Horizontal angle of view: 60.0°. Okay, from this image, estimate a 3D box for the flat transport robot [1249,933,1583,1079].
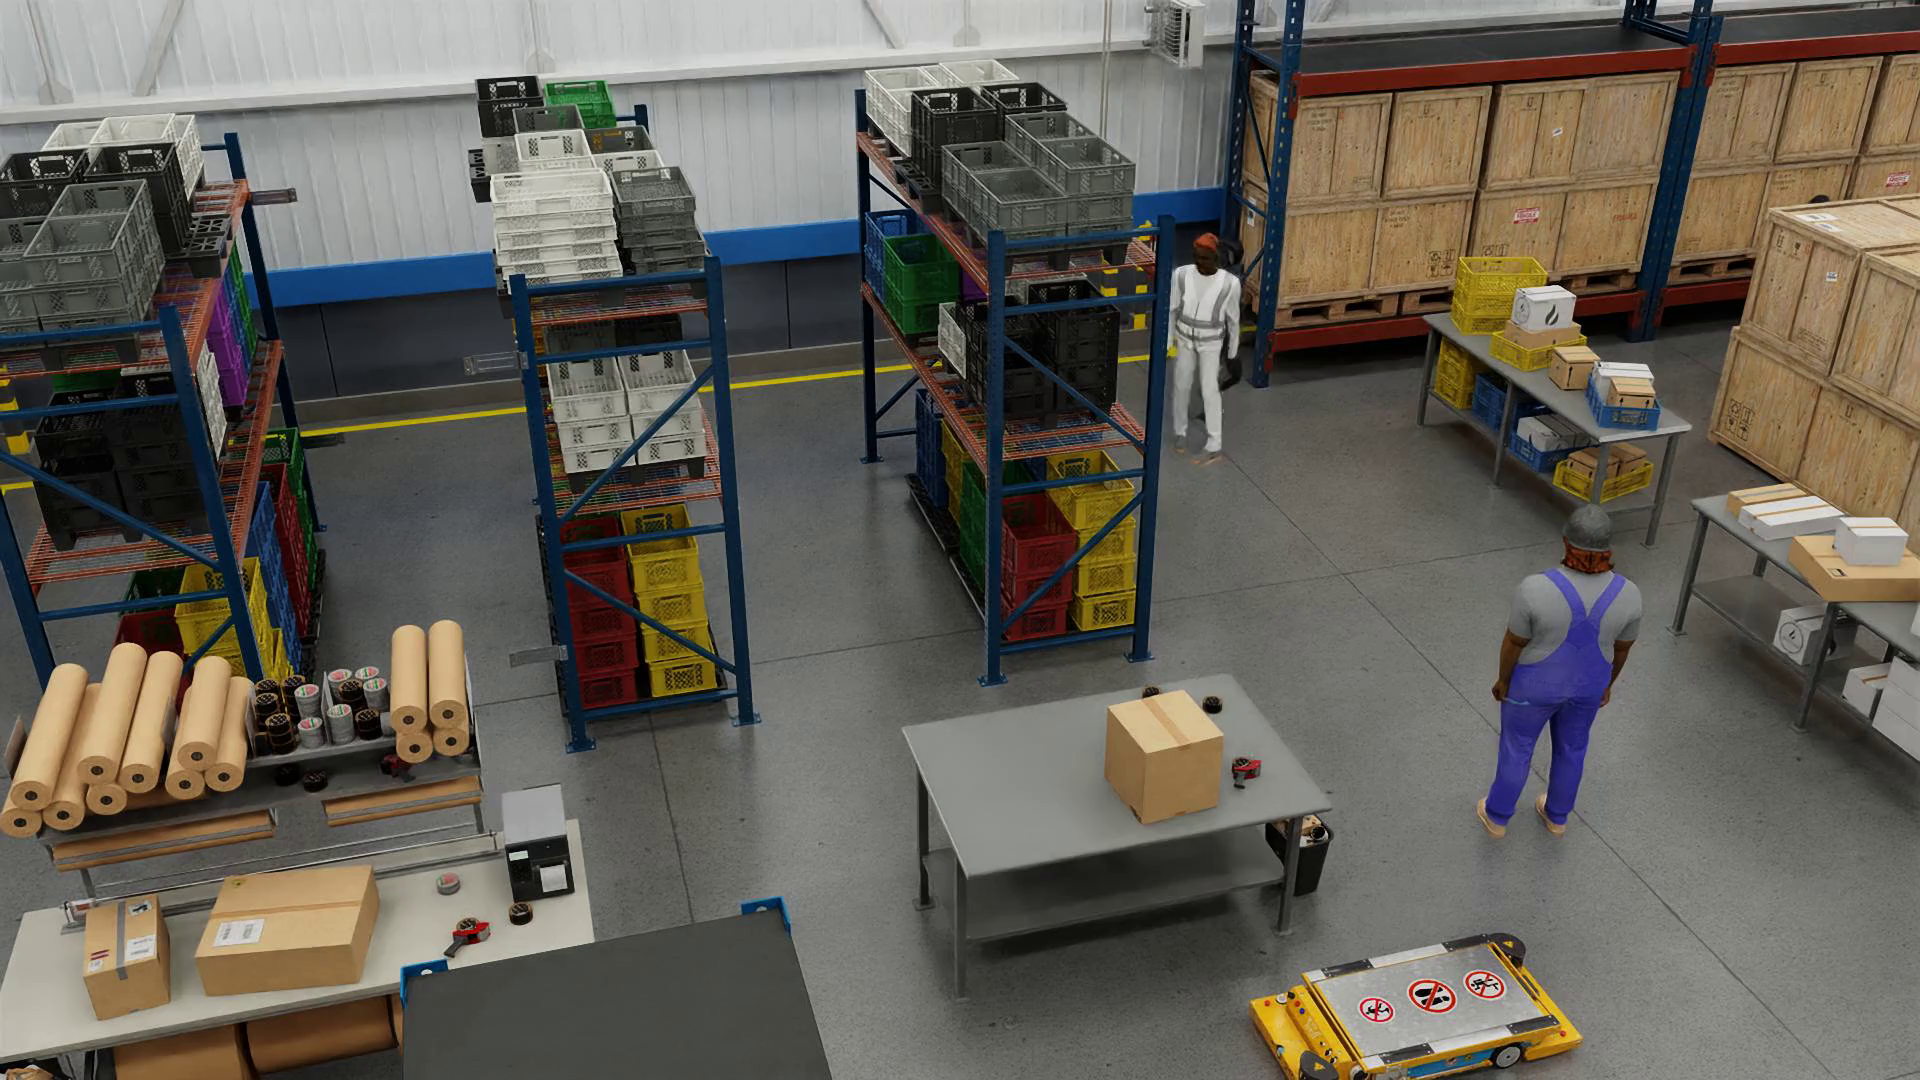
[{"bbox_3d":[2.184,2.282,7.980,1.431,0.197,0.652,-8,30,-14],"label":"flat transport robot"}]

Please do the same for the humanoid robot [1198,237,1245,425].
[{"bbox_3d":[2.226,-1.726,13.848,0.452,1.639,0.576,22,36,35],"label":"humanoid robot"}]

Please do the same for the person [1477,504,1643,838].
[{"bbox_3d":[3.235,0.712,9.029,0.679,2.000,0.536,0,29,0],"label":"person"}]

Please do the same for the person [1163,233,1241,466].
[{"bbox_3d":[1.916,-1.542,13.305,0.575,1.868,0.462,17,33,28],"label":"person"}]

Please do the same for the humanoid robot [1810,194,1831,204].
[{"bbox_3d":[7.509,-2.273,14.848,0.375,1.663,0.604,-23,36,-36],"label":"humanoid robot"}]
